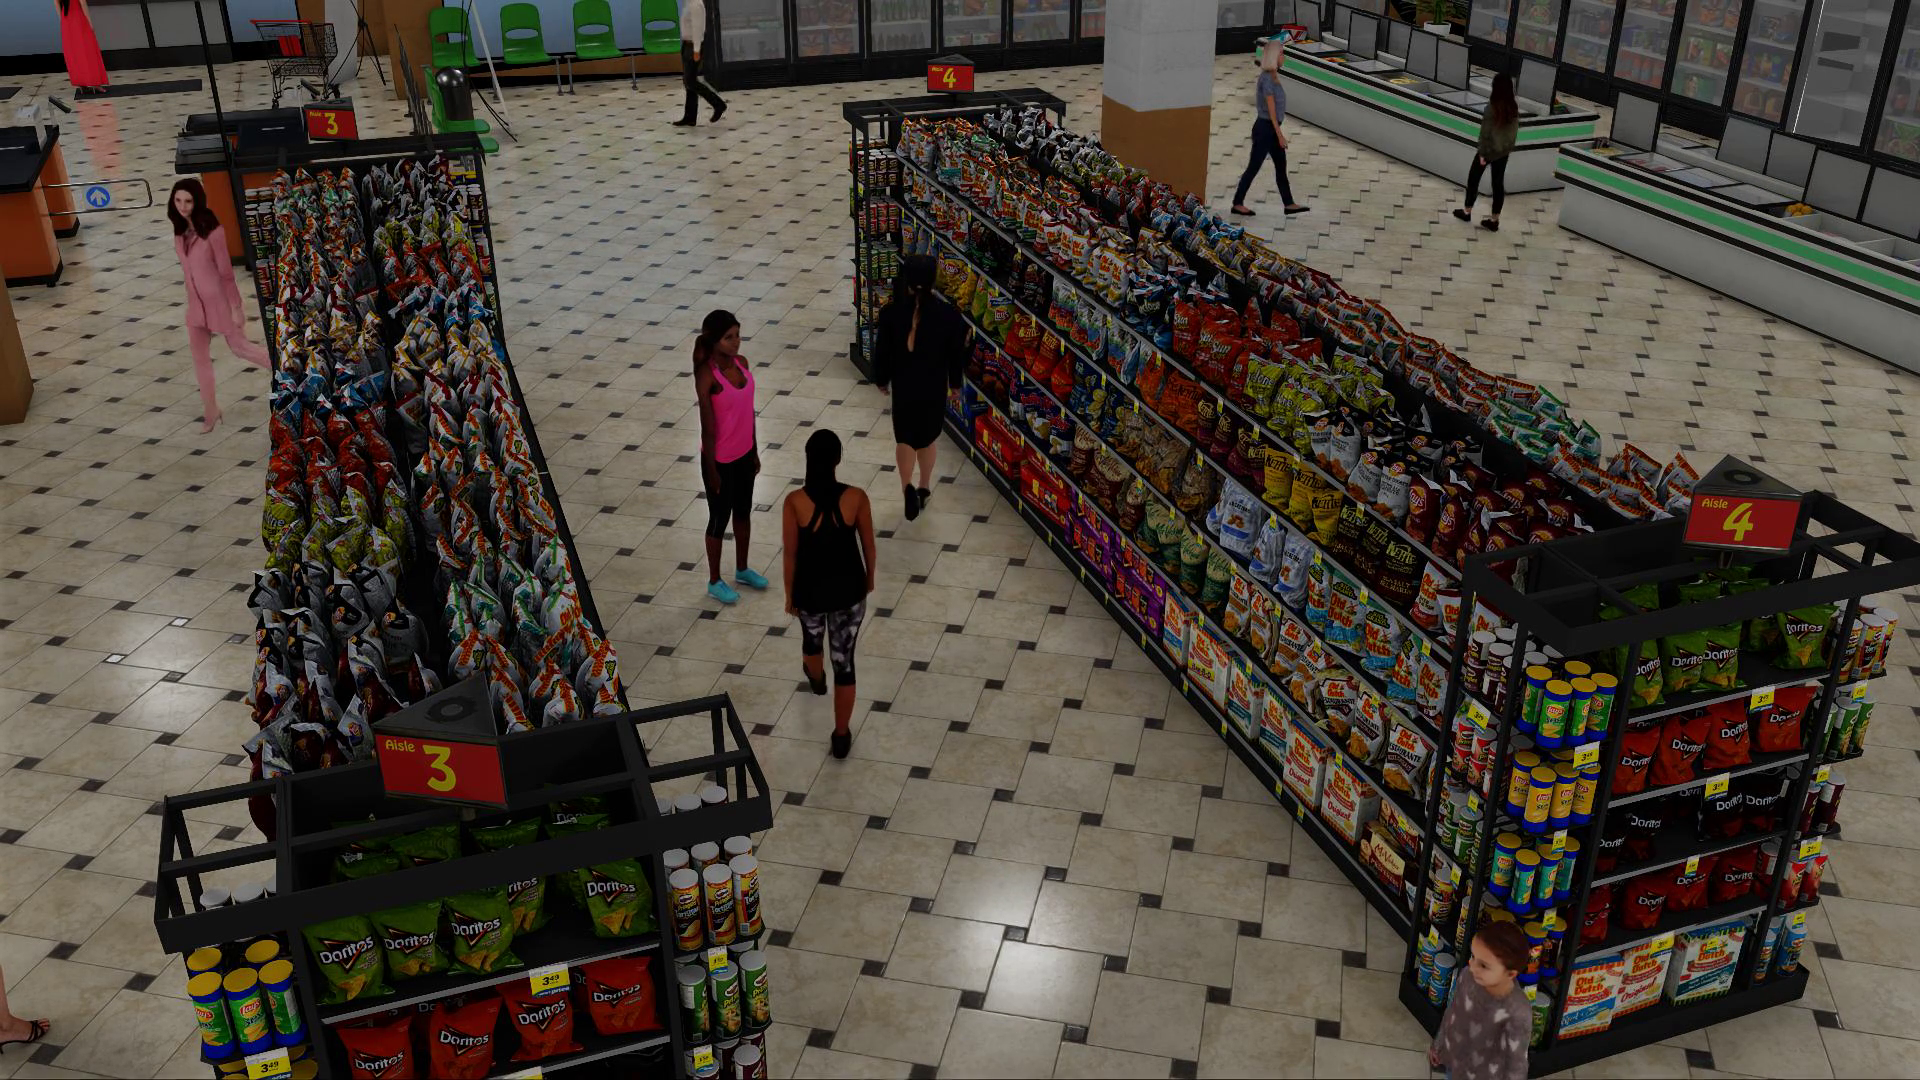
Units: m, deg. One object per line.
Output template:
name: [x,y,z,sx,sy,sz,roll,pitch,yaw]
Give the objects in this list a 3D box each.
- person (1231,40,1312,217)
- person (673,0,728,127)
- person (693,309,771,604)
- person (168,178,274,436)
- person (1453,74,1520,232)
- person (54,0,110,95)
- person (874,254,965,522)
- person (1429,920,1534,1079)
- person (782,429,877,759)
person: [2.914,-3.963,16.204,1.030,1.685,0.995,10,28,19]
person: [-3.095,-5.813,19.727,0.790,1.799,0.850,-7,28,-13]
person: [-1.299,-0.477,9.289,0.684,1.723,0.640,18,32,32]
person: [-5.094,-1.646,11.559,1.091,1.755,1.187,11,29,20]
person: [5.156,-3.686,15.913,0.570,1.454,0.763,-9,28,-17]
person: [-11.387,-6.626,21.411,0.706,1.726,0.715,3,27,6]
person: [-0.251,-0.888,10.173,0.874,1.657,1.039,-1,27,-2]
person: [1.755,1.742,5.506,0.534,1.187,0.535,-10,28,-18]
person: [-0.615,0.277,7.897,0.764,1.637,1.064,-3,27,-6]
